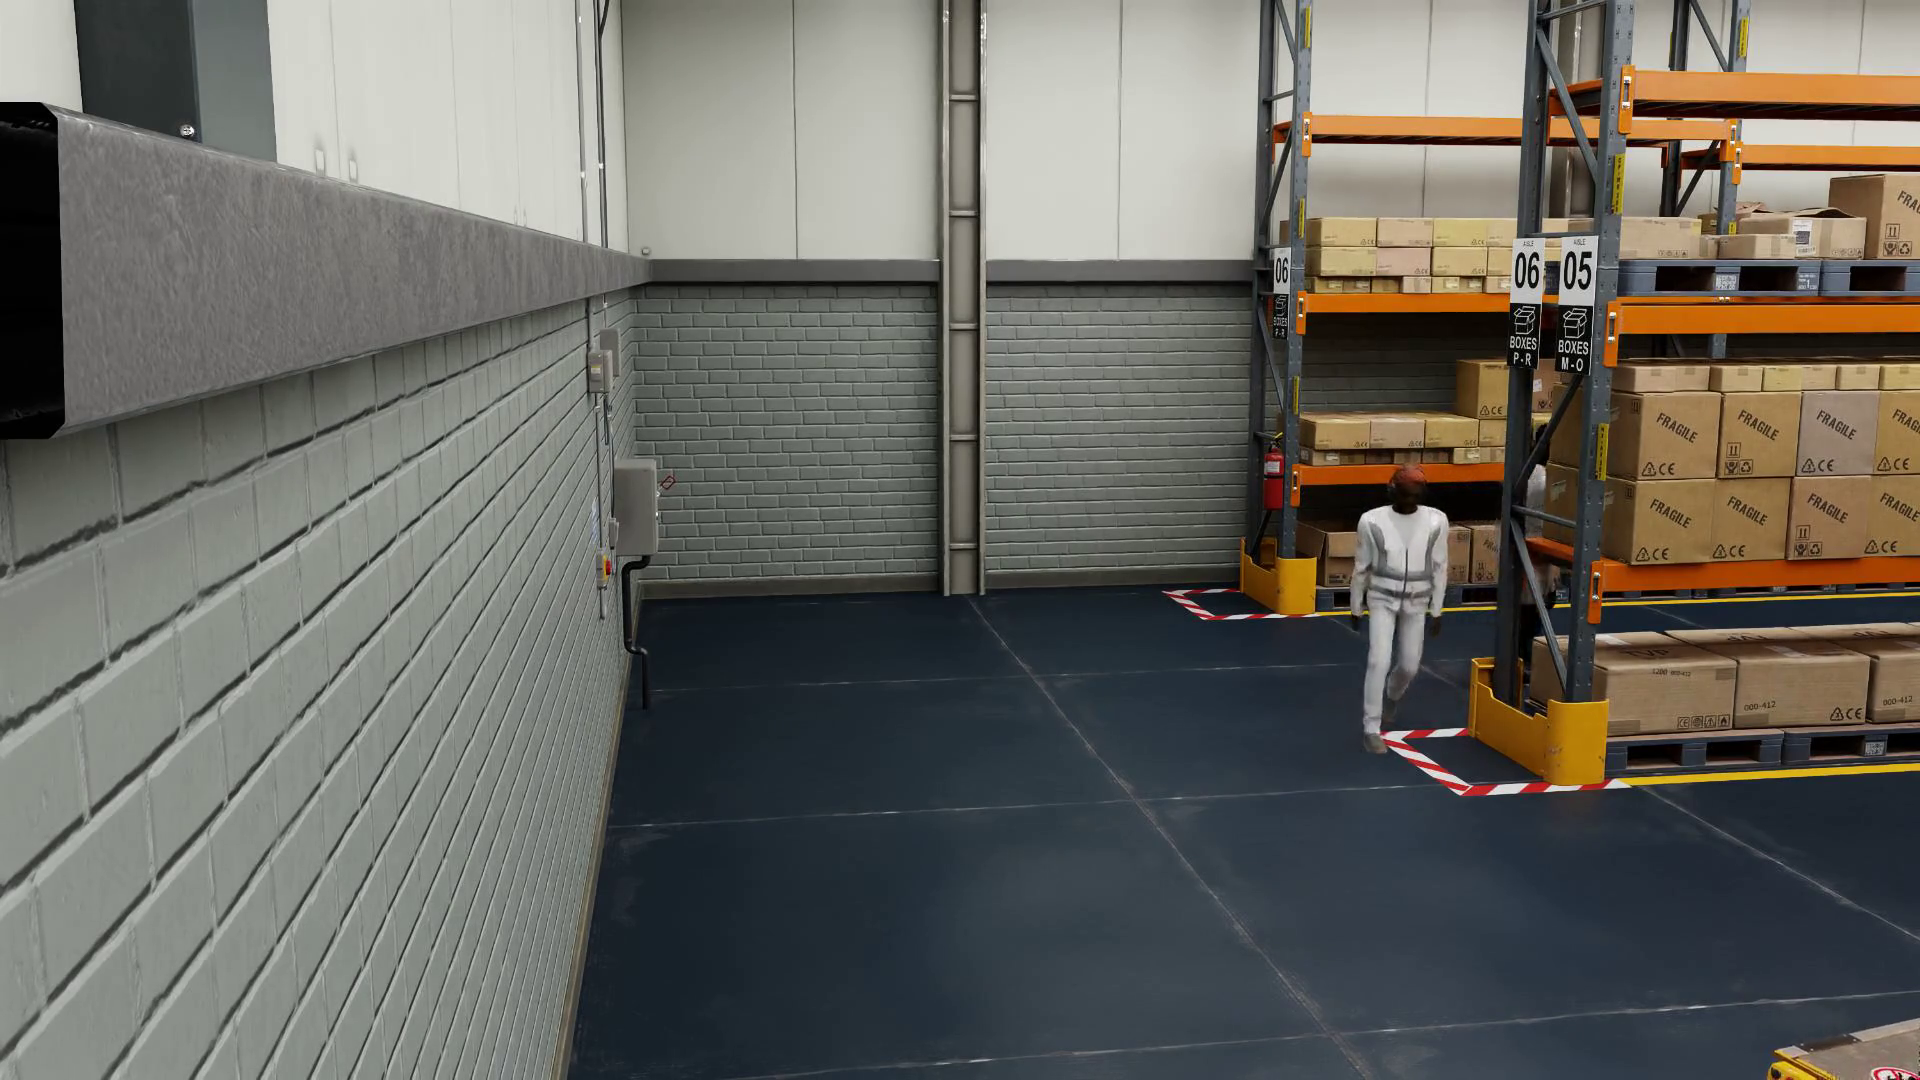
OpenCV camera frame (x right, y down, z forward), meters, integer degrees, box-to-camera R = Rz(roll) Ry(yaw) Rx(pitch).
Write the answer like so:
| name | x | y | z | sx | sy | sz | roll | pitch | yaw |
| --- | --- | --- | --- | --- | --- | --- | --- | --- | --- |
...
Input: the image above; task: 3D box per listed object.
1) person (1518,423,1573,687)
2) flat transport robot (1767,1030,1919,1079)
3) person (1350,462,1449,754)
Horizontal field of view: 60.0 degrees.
| name | x | y | z | sx | sy | sz | roll | pitch | yaw |
| --- | --- | --- | --- | --- | --- | --- | --- | --- | --- |
| person | 4.241 | 0.112 | 12.081 | 0.626 | 1.944 | 0.606 | 0 | 9 | -3 |
| flat transport robot | 3.469 | 1.956 | 5.877 | 1.431 | 0.197 | 0.652 | -4 | 10 | -21 |
| person | 2.779 | 0.397 | 10.645 | 0.587 | 1.852 | 0.691 | 0 | 9 | 3 |
